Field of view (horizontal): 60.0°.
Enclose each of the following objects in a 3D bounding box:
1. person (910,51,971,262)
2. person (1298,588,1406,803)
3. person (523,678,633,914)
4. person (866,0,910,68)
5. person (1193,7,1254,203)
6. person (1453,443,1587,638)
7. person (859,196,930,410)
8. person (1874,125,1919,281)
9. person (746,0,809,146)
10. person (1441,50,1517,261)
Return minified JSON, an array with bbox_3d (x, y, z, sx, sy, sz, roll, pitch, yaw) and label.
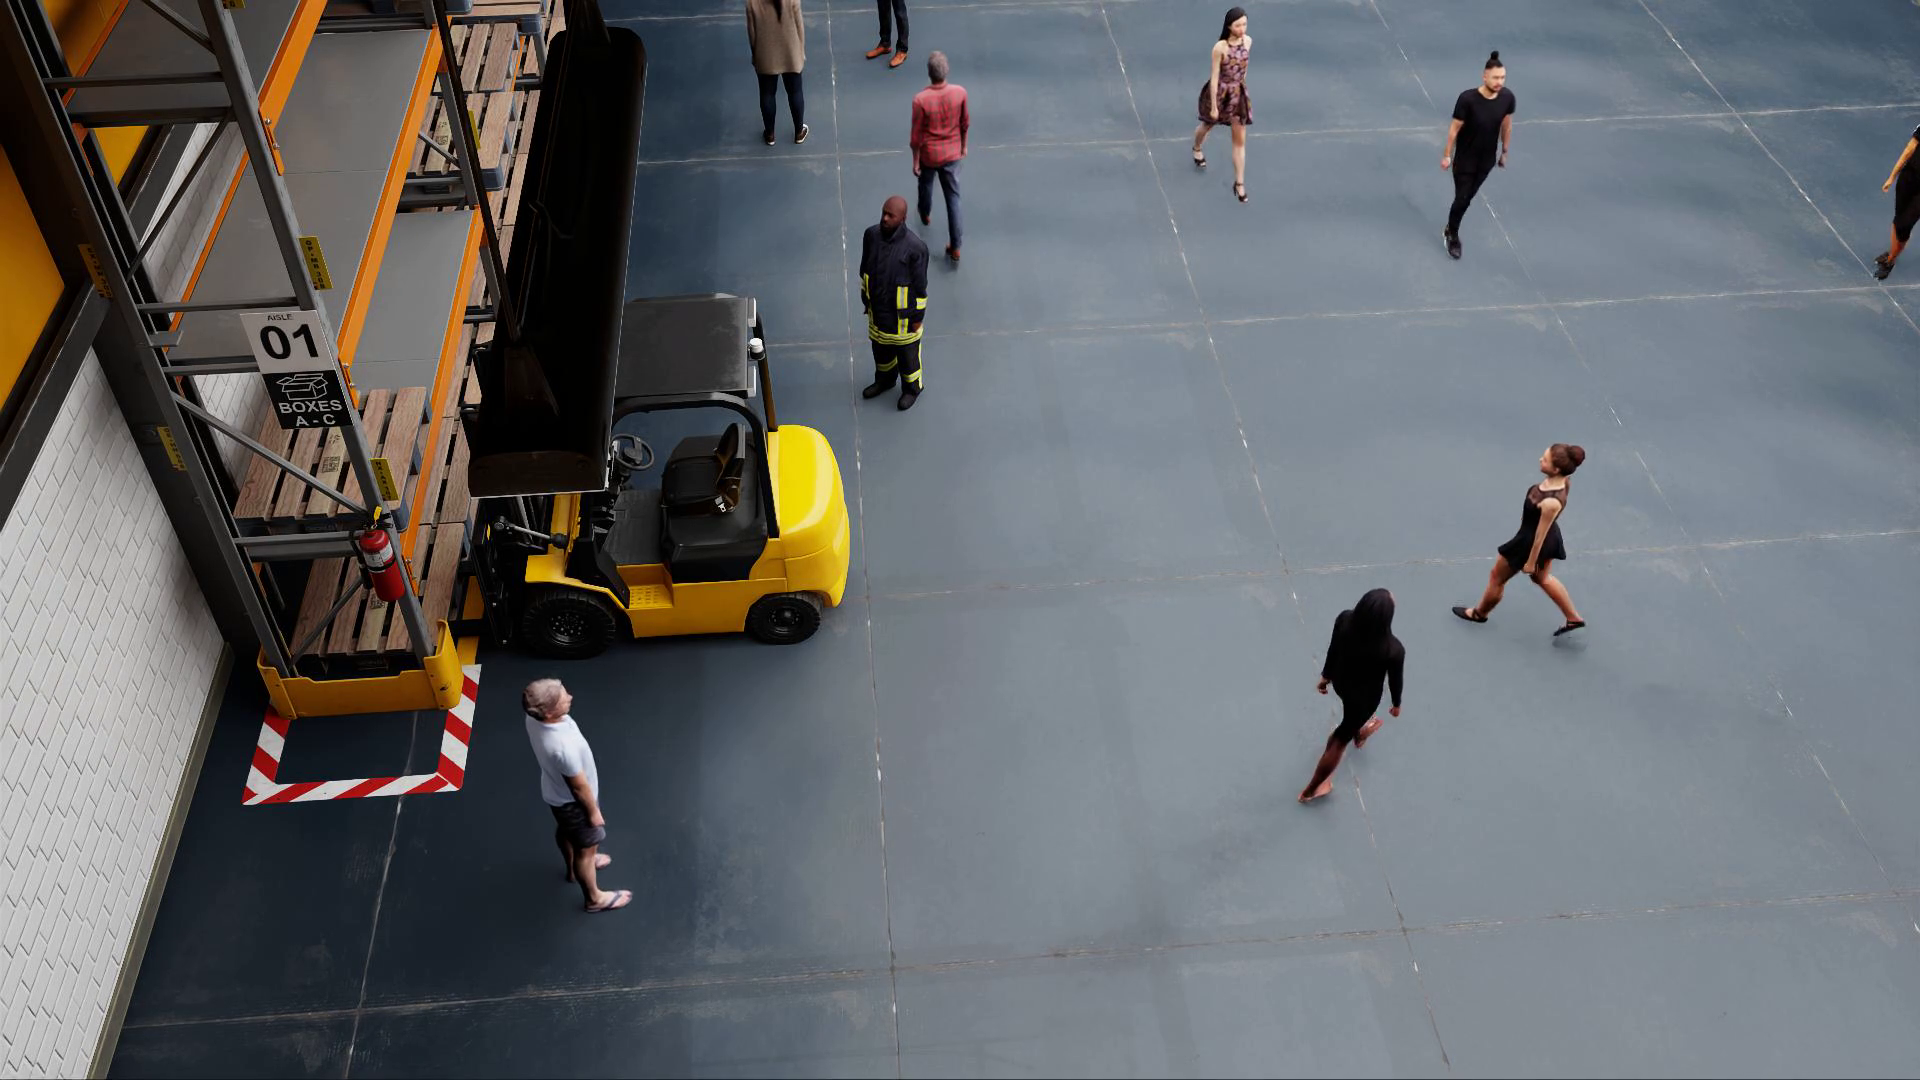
[{"bbox_3d":[-0.142,-3.251,14.246,0.841,1.782,1.285,-10,45,-11],"label":"person"},{"bbox_3d":[2.290,0.967,9.888,1.072,1.686,1.091,-31,51,-28],"label":"person"},{"bbox_3d":[-2.195,1.407,9.320,0.799,1.831,0.652,-22,48,-22],"label":"person"},{"bbox_3d":[-0.712,-5.702,16.812,0.732,1.790,0.781,28,50,26],"label":"person"},{"bbox_3d":[2.351,-3.998,15.074,0.926,1.720,1.248,-20,47,-19],"label":"person"},{"bbox_3d":[3.842,0.044,10.885,0.994,1.646,1.088,18,47,18],"label":"person"},{"bbox_3d":[-0.501,-1.842,12.739,0.864,1.820,0.890,23,48,22],"label":"person"},{"bbox_3d":[8.205,-3.050,14.130,0.818,1.650,0.794,-24,48,-23],"label":"person"},{"bbox_3d":[-1.717,-4.600,15.587,0.662,1.884,0.632,-3,44,-3],"label":"person"},{"bbox_3d":[4.394,-3.374,14.321,0.745,1.855,0.742,-9,44,-10],"label":"person"}]
